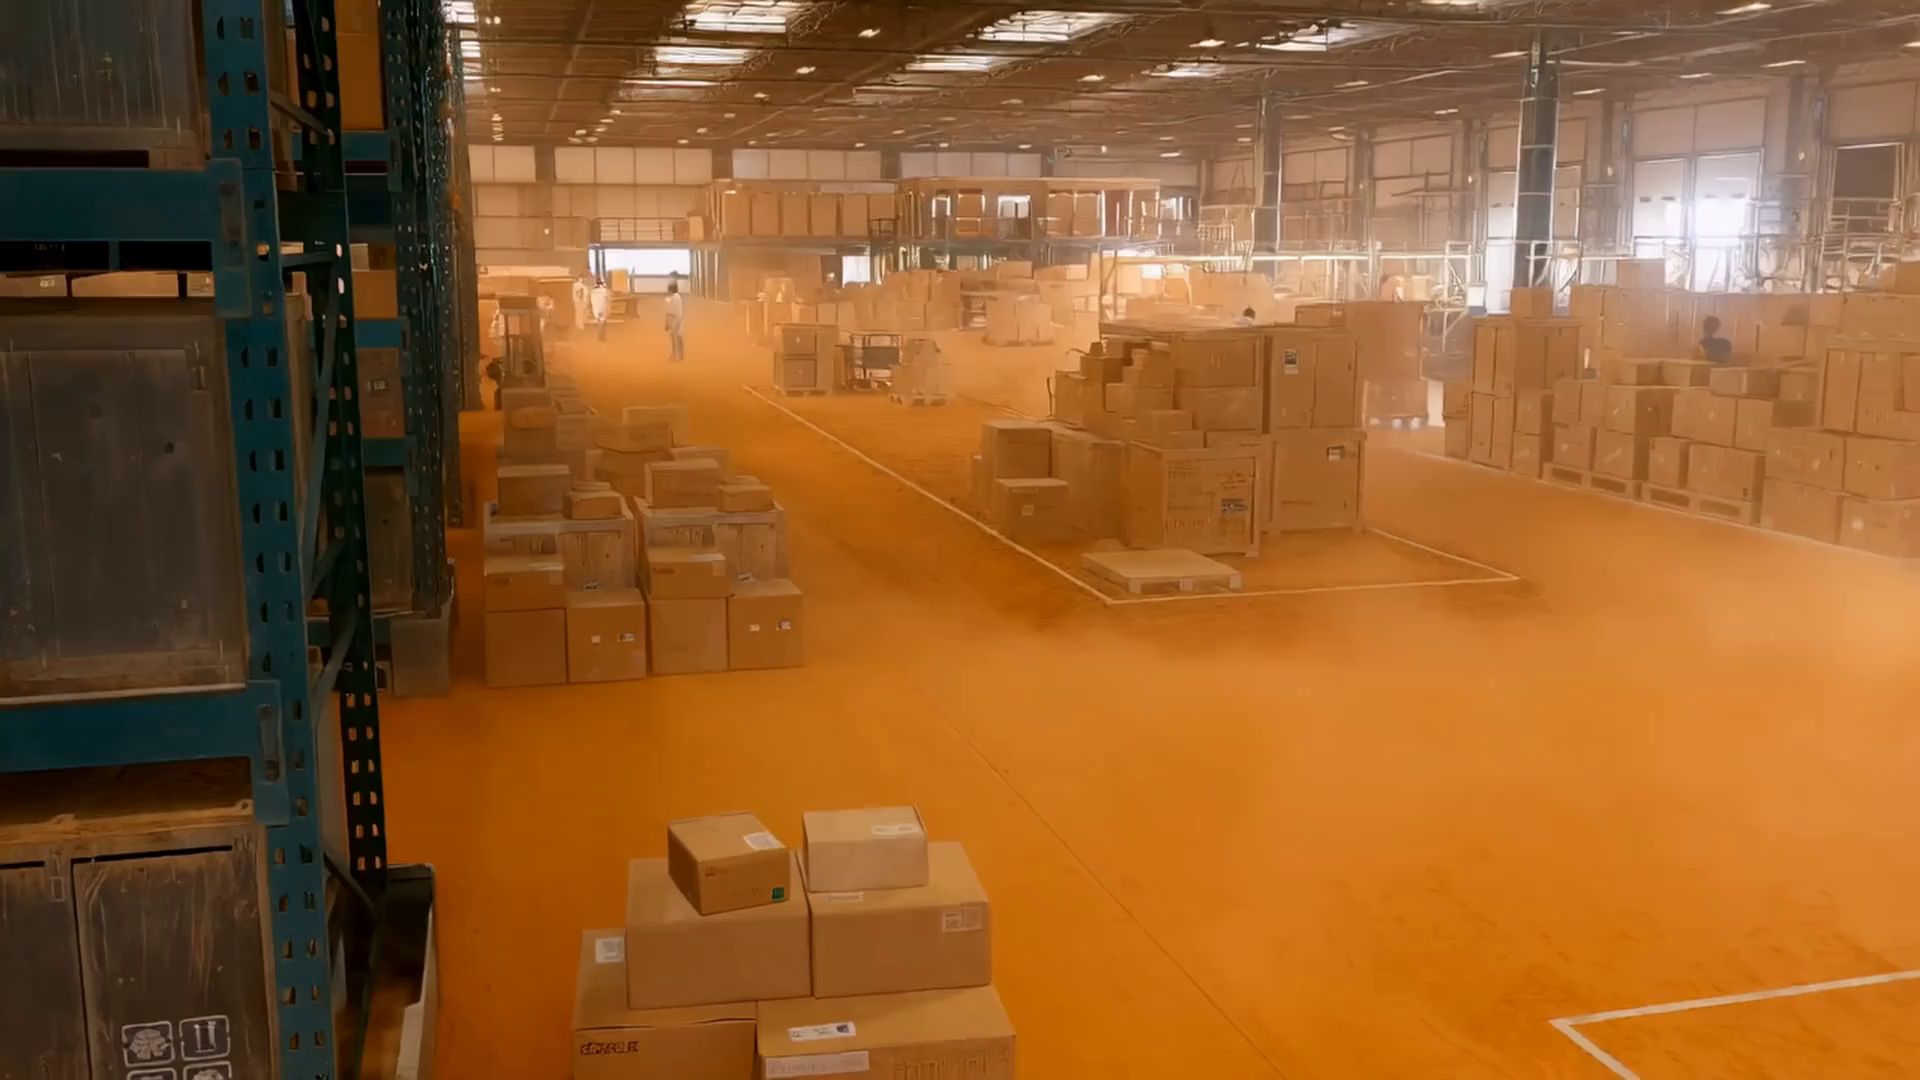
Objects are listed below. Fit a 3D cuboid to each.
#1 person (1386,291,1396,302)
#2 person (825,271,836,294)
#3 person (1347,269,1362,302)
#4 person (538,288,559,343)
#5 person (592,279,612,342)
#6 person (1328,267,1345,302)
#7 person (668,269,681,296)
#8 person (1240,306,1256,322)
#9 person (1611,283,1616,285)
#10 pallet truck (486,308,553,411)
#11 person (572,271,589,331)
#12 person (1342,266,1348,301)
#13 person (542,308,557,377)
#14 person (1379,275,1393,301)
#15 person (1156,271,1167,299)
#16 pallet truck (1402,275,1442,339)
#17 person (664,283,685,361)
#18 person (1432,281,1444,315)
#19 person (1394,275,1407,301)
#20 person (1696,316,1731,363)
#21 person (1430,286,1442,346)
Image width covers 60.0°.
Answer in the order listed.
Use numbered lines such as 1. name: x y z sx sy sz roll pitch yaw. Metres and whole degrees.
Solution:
1. person: 10.148 -4.995 39.428 0.522 1.834 0.618 1 10 8
2. person: -4.464 -8.286 57.508 0.418 2.034 0.604 1 10 6
3. person: 16.147 -10.104 68.070 0.625 1.927 0.458 5 11 28
4. person: -12.137 -6.595 48.984 0.551 1.644 0.860 2 10 13
5. person: -10.855 -6.937 50.265 0.545 1.902 0.961 -6 12 -32
6. person: 17.880 -11.964 78.760 0.554 1.885 0.901 -10 14 -44
7. person: -13.034 -11.434 75.920 0.595 1.828 1.001 -1 10 -4
8. person: 4.506 -2.709 26.181 0.542 1.938 0.358 -4 11 -21
9. person: 19.995 -7.000 50.991 0.374 1.752 0.543 -4 11 -23
10. pallet truck: -6.242 -2.418 24.362 0.823 1.965 1.885 1 10 3
11. person: -12.872 -8.107 56.457 0.539 2.000 0.689 -3 11 -18
12. person: 18.476 -12.140 79.498 0.756 1.969 0.616 9 14 43
13. person: -8.065 -3.722 32.643 0.434 1.681 0.551 1 10 8
14. person: 13.967 -7.679 54.317 0.990 1.956 0.615 9 13 41
15. person: 7.752 -9.393 64.059 0.387 1.926 0.591 0 10 -1
16. pallet truck: 14.620 -7.324 52.145 0.823 1.965 1.885 8 13 40
17. person: -7.142 -5.447 41.602 0.372 1.966 0.603 9 13 41
18. person: 16.850 -8.259 58.366 0.547 1.667 0.742 -2 10 -11
19. person: 14.844 -7.979 56.091 0.426 1.914 0.613 0 10 2
20. person: 10.452 -2.171 23.229 0.621 1.895 0.537 -4 11 -22
21. person: 13.683 -6.428 47.894 0.375 1.727 0.512 8 13 39
